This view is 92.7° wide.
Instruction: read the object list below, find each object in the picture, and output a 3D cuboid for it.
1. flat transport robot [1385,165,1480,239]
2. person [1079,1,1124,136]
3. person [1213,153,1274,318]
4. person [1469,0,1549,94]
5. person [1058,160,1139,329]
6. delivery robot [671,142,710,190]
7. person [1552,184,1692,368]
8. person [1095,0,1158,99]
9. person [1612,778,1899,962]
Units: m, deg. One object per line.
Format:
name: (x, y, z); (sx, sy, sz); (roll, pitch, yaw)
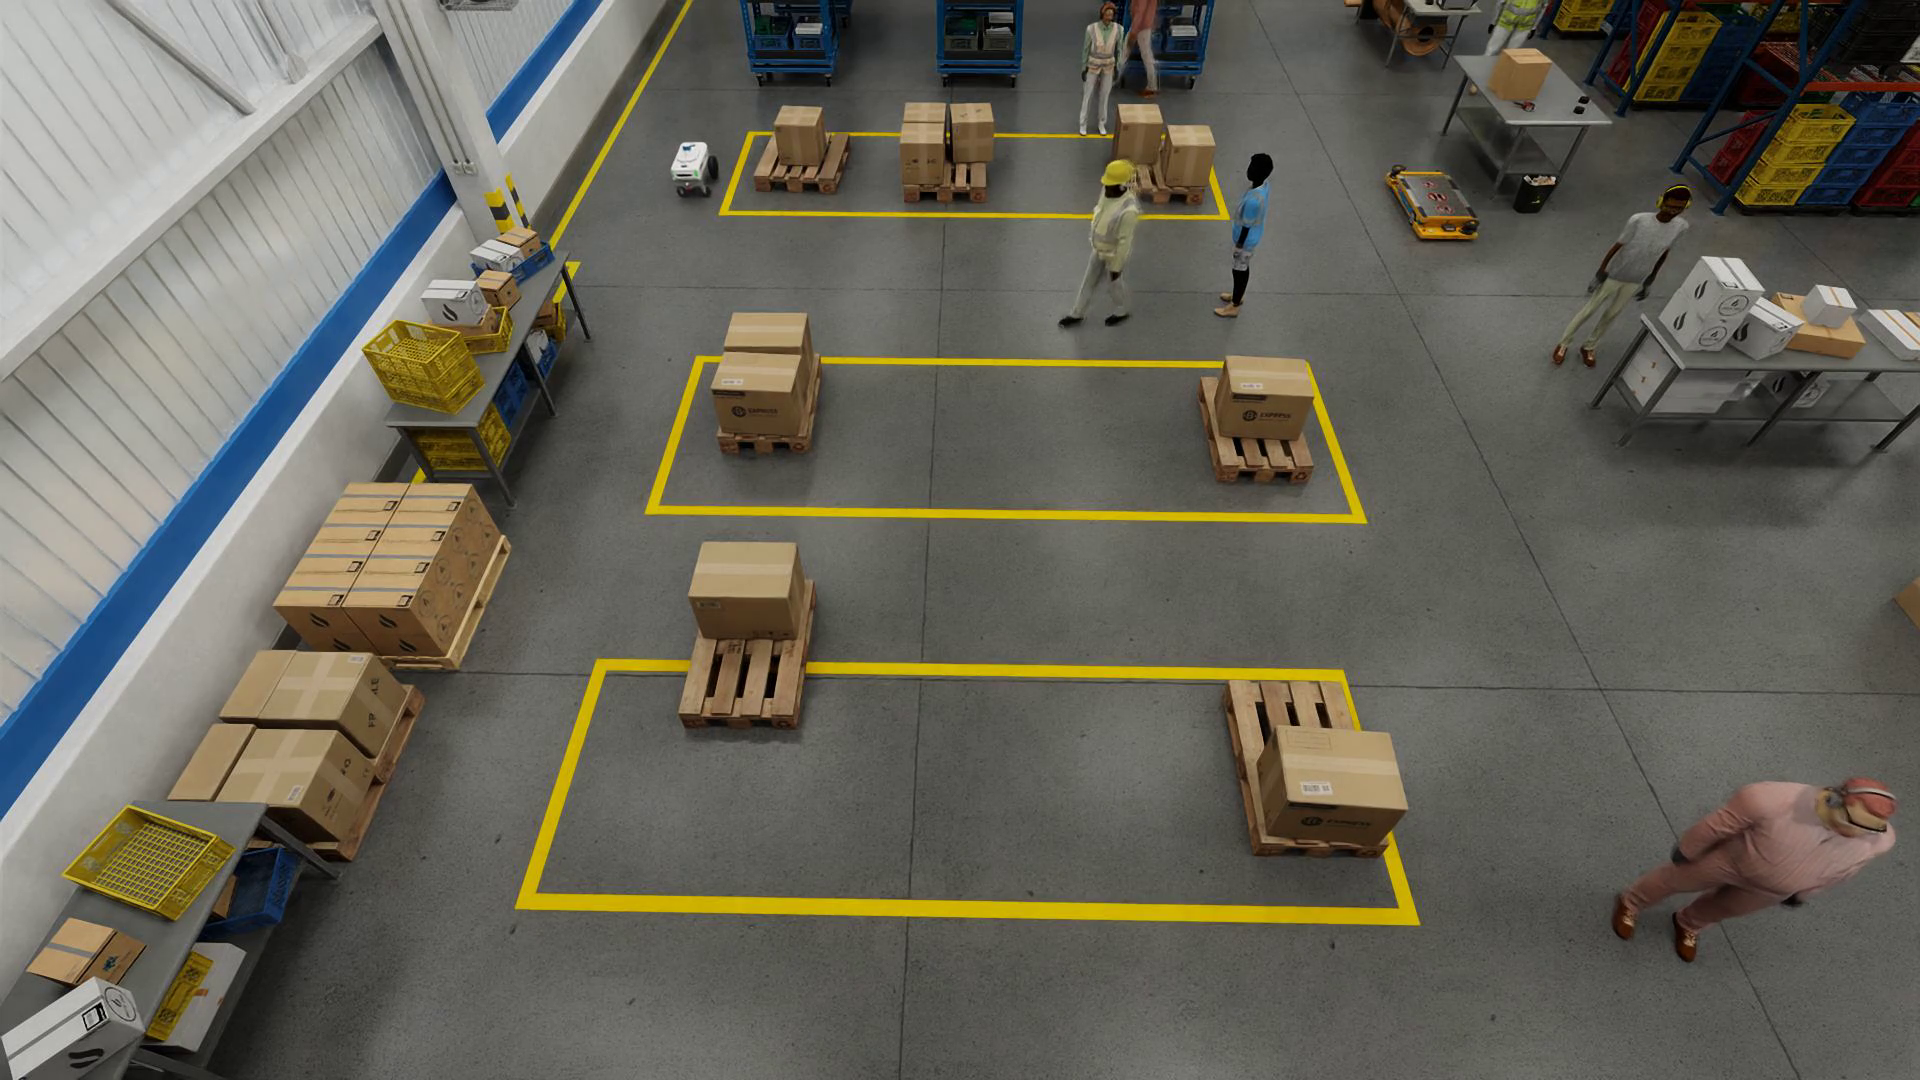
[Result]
flat transport robot: (5.692, -4.094, 11.059); (0.652, 0.197, 1.431); (1, 49, 1)
person: (1.827, -6.106, 11.908); (0.518, 1.632, 0.313); (-3, 49, -3)
person: (2.872, -3.040, 9.242); (0.319, 1.647, 0.533); (18, 52, 15)
person: (7.645, -7.114, 12.641); (0.634, 1.842, 0.429); (15, 51, 12)
person: (1.444, -2.850, 8.980); (0.769, 1.800, 0.614); (-16, 51, -14)
delivery robot: (-3.318, -4.633, 11.279); (0.477, 0.478, 0.707); (0, 49, 0)
person: (6.226, -2.444, 8.582); (0.535, 1.868, 0.309); (11, 50, 9)
person: (2.377, -7.058, 12.539); (1.025, 1.911, 0.652); (5, 49, 4)
person: (4.245, 1.764, 4.923); (0.654, 1.900, 0.397); (18, 52, 15)
